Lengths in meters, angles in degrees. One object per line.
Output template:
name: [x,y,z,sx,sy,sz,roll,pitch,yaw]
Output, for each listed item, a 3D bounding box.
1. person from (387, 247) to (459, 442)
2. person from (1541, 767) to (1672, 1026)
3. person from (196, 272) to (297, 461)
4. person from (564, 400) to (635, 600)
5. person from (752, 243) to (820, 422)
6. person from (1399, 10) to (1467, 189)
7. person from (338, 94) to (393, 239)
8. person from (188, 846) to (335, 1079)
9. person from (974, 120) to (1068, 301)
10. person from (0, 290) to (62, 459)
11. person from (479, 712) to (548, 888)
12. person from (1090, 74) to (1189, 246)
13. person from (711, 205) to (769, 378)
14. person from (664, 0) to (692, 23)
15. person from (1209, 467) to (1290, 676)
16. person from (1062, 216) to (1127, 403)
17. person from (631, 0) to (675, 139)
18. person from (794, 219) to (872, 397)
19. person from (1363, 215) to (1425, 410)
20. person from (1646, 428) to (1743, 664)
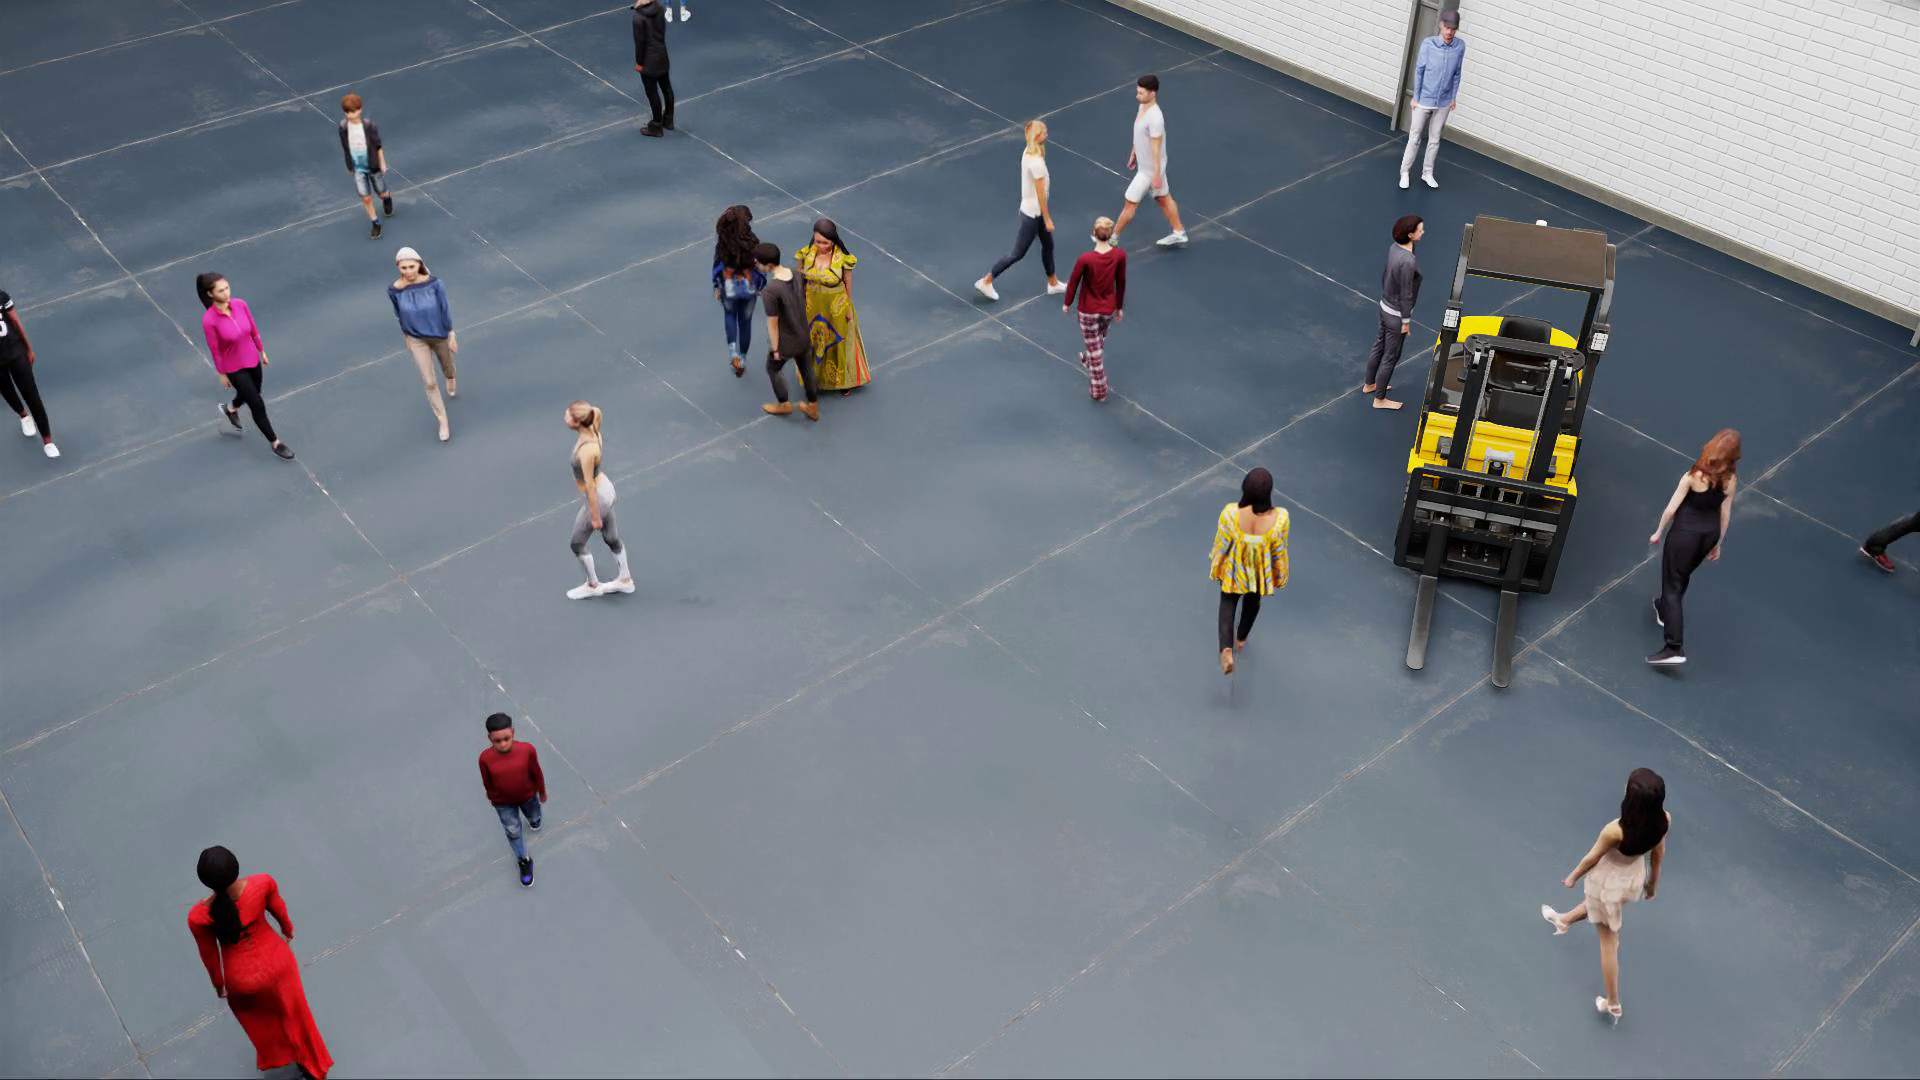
person: [-4.408,-1.703,13.844,0.915,1.677,1.128,-8,39,-9]
person: [3.657,2.001,9.192,0.866,1.685,1.132,-12,40,-14]
person: [-5.901,-1.433,13.509,1.150,1.674,0.842,18,42,21]
person: [-2.545,-0.276,12.036,0.862,1.693,0.807,-1,39,-1]
person: [-1.367,-1.685,13.807,0.780,1.684,0.752,-31,48,-32]
person: [4.918,-4.589,17.284,0.743,1.884,0.776,-1,39,-2]
person: [-5.928,-3.771,16.621,0.782,1.432,0.905,-5,39,-6]
person: [-3.665,2.310,8.743,0.626,1.771,0.708,-26,46,-29]
person: [0.575,-2.986,15.365,1.135,1.773,1.161,-1,39,-1]
person: [-7.839,-1.513,13.593,0.734,1.683,1.170,-22,43,-25]
person: [-2.730,1.499,10.177,0.699,1.239,0.877,-10,40,-13]
person: [1.950,-3.637,16.167,1.238,1.790,1.238,-2,39,-2]
person: [-1.908,-2.118,14.411,0.750,1.608,0.782,-4,39,-5]
person: [-3.659,-7.440,20.940,0.692,1.786,0.741,-5,39,-7]
person: [1.972,0.263,11.445,1.003,1.588,1.053,6,39,7]
person: [1.194,-1.931,14.121,0.802,1.677,1.011,-15,41,-18]
person: [-3.372,-5.319,18.281,0.705,1.781,0.700,20,43,23]
person: [-1.138,-2.004,14.234,0.996,1.660,1.054,3,39,4]
person: [3.681,-1.945,14.065,0.753,1.768,0.636,-6,39,-7]
person: [5.127,0.047,11.611,0.989,1.718,1.127,-7,39,-8]
